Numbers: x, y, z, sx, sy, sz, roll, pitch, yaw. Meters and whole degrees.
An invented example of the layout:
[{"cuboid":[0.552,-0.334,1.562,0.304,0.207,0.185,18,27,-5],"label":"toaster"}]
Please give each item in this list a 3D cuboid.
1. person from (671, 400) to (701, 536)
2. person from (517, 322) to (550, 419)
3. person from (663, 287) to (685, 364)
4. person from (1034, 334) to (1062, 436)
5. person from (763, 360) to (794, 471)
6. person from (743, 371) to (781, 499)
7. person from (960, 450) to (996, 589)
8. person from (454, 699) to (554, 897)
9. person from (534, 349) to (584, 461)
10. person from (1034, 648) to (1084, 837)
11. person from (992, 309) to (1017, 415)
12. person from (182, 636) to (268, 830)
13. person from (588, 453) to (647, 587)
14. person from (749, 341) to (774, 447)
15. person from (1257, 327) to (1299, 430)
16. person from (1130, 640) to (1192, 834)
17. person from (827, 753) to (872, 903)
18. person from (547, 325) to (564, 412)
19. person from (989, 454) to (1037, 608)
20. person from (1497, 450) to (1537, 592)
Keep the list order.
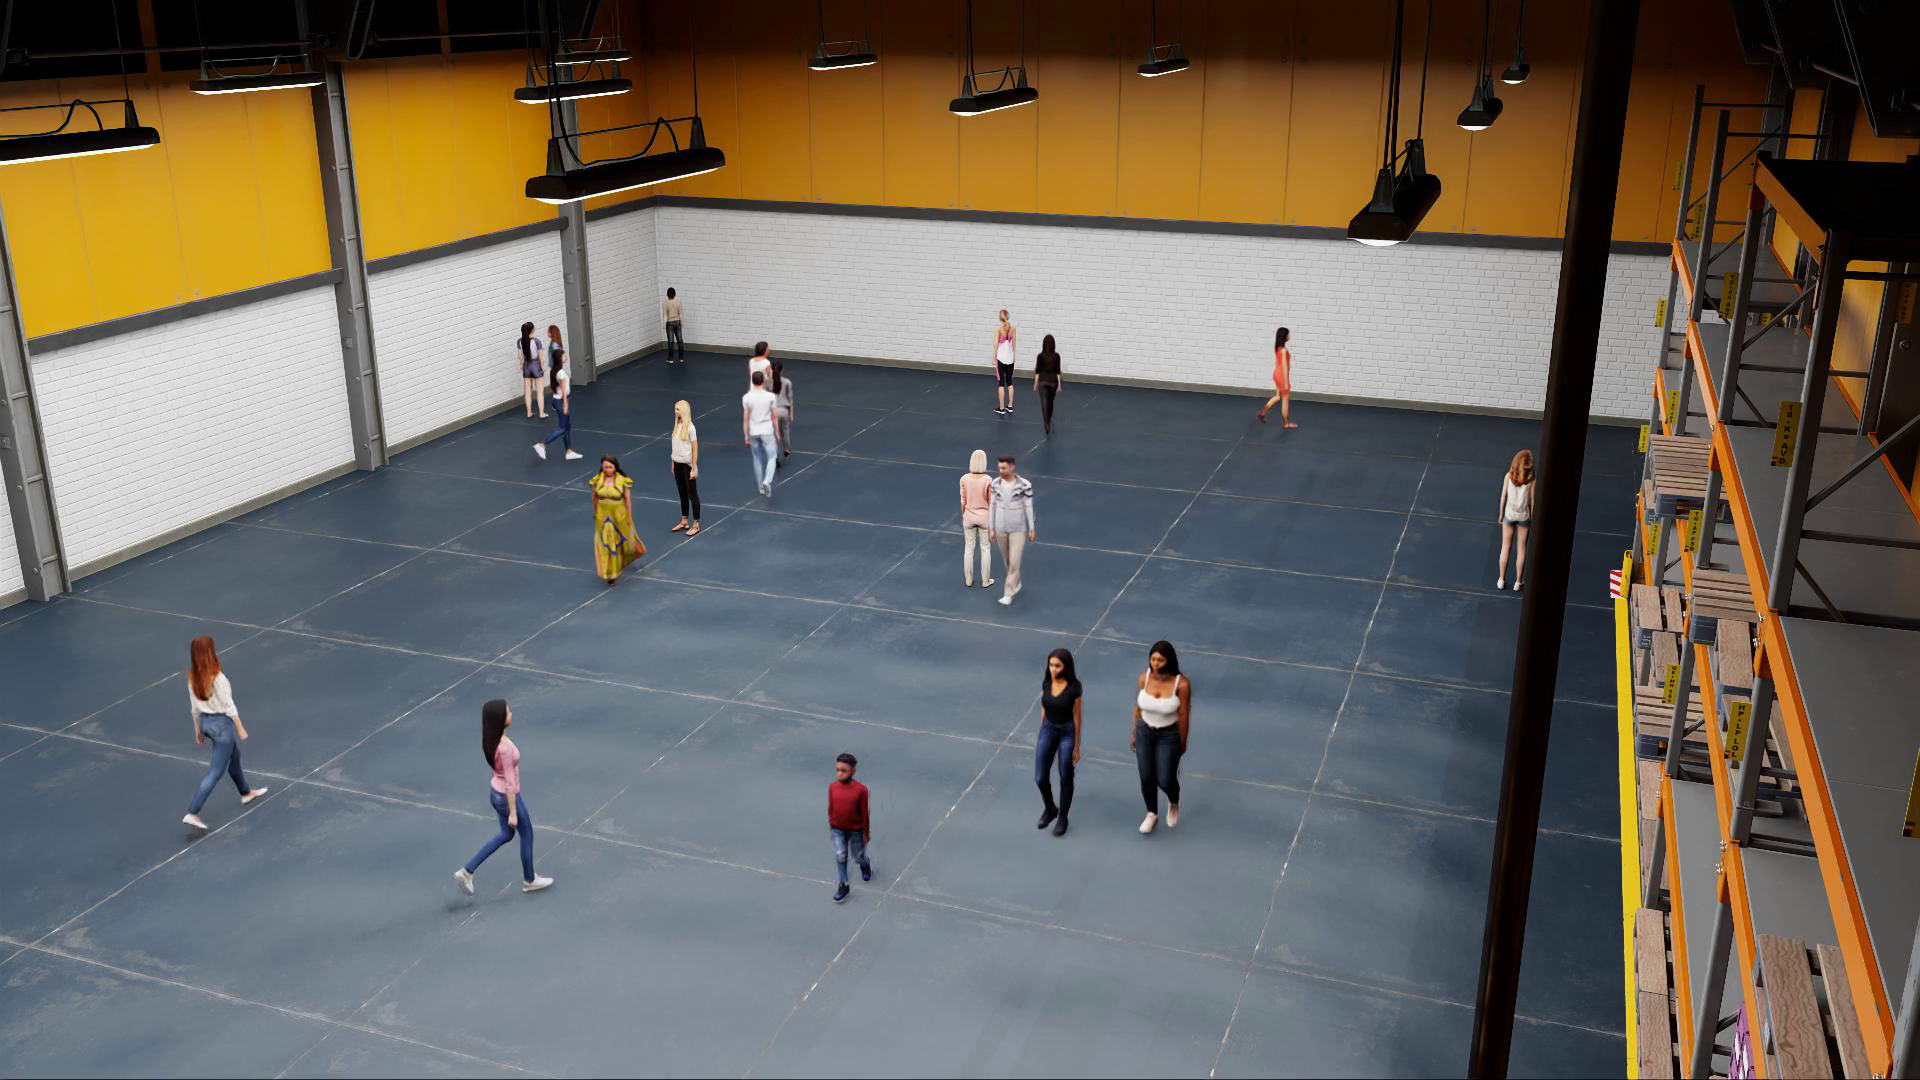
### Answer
[{"cuboid":[-3.677,-0.985,22.310,0.655,1.827,0.633,15,24,37],"label":"person"},{"cuboid":[-7.264,-2.892,28.250,0.622,1.650,0.553,4,19,11],"label":"person"},{"cuboid":[-5.583,-4.194,32.405,0.631,1.465,0.689,-8,20,-23],"label":"person"},{"cuboid":[1.443,-2.522,27.210,0.881,1.612,1.133,-2,19,-5],"label":"person"},{"cuboid":[-2.771,-1.856,25.209,0.846,1.625,1.157,1,19,2],"label":"person"},{"cuboid":[-2.827,-1.487,23.786,0.902,1.835,1.110,-1,19,-3],"label":"person"},{"cuboid":[0.218,-0.269,20.341,0.631,1.725,0.565,4,19,12],"label":"person"},{"cuboid":[-3.709,2.095,13.325,1.067,1.723,0.961,-10,21,-28],"label":"person"},{"cuboid":[-6.226,-2.044,25.569,1.049,1.754,0.976,-9,21,-25],"label":"person"},{"cuboid":[0.907,1.719,14.435,0.579,1.728,0.573,8,20,23],"label":"person"},{"cuboid":[0.768,-3.074,28.572,0.663,1.787,0.748,-11,21,-29],"label":"person"},{"cuboid":[-6.561,1.698,14.548,0.712,1.696,1.185,11,21,29],"label":"person"},{"cuboid":[-4.281,-0.294,20.555,1.109,1.637,1.304,-2,19,-6],"label":"person"},{"cuboid":[-3.172,-2.327,26.531,0.792,1.674,0.768,-14,23,-36],"label":"person"},{"cuboid":[5.249,-2.656,27.464,0.930,1.704,0.965,-3,19,-9],"label":"person"},{"cuboid":[1.762,1.683,14.431,0.705,1.798,0.757,11,22,30],"label":"person"},{"cuboid":[-0.881,2.296,13.479,0.523,1.244,0.691,5,19,16],"label":"person"},{"cuboid":[-6.989,-2.995,28.827,0.704,1.476,0.611,-5,19,-15],"label":"person"},{"cuboid":[0.636,-0.144,19.848,0.750,1.803,1.184,7,20,21],"label":"person"},{"cuboid":[6.775,-0.247,20.221,0.601,1.759,0.546,9,21,25],"label":"person"}]
